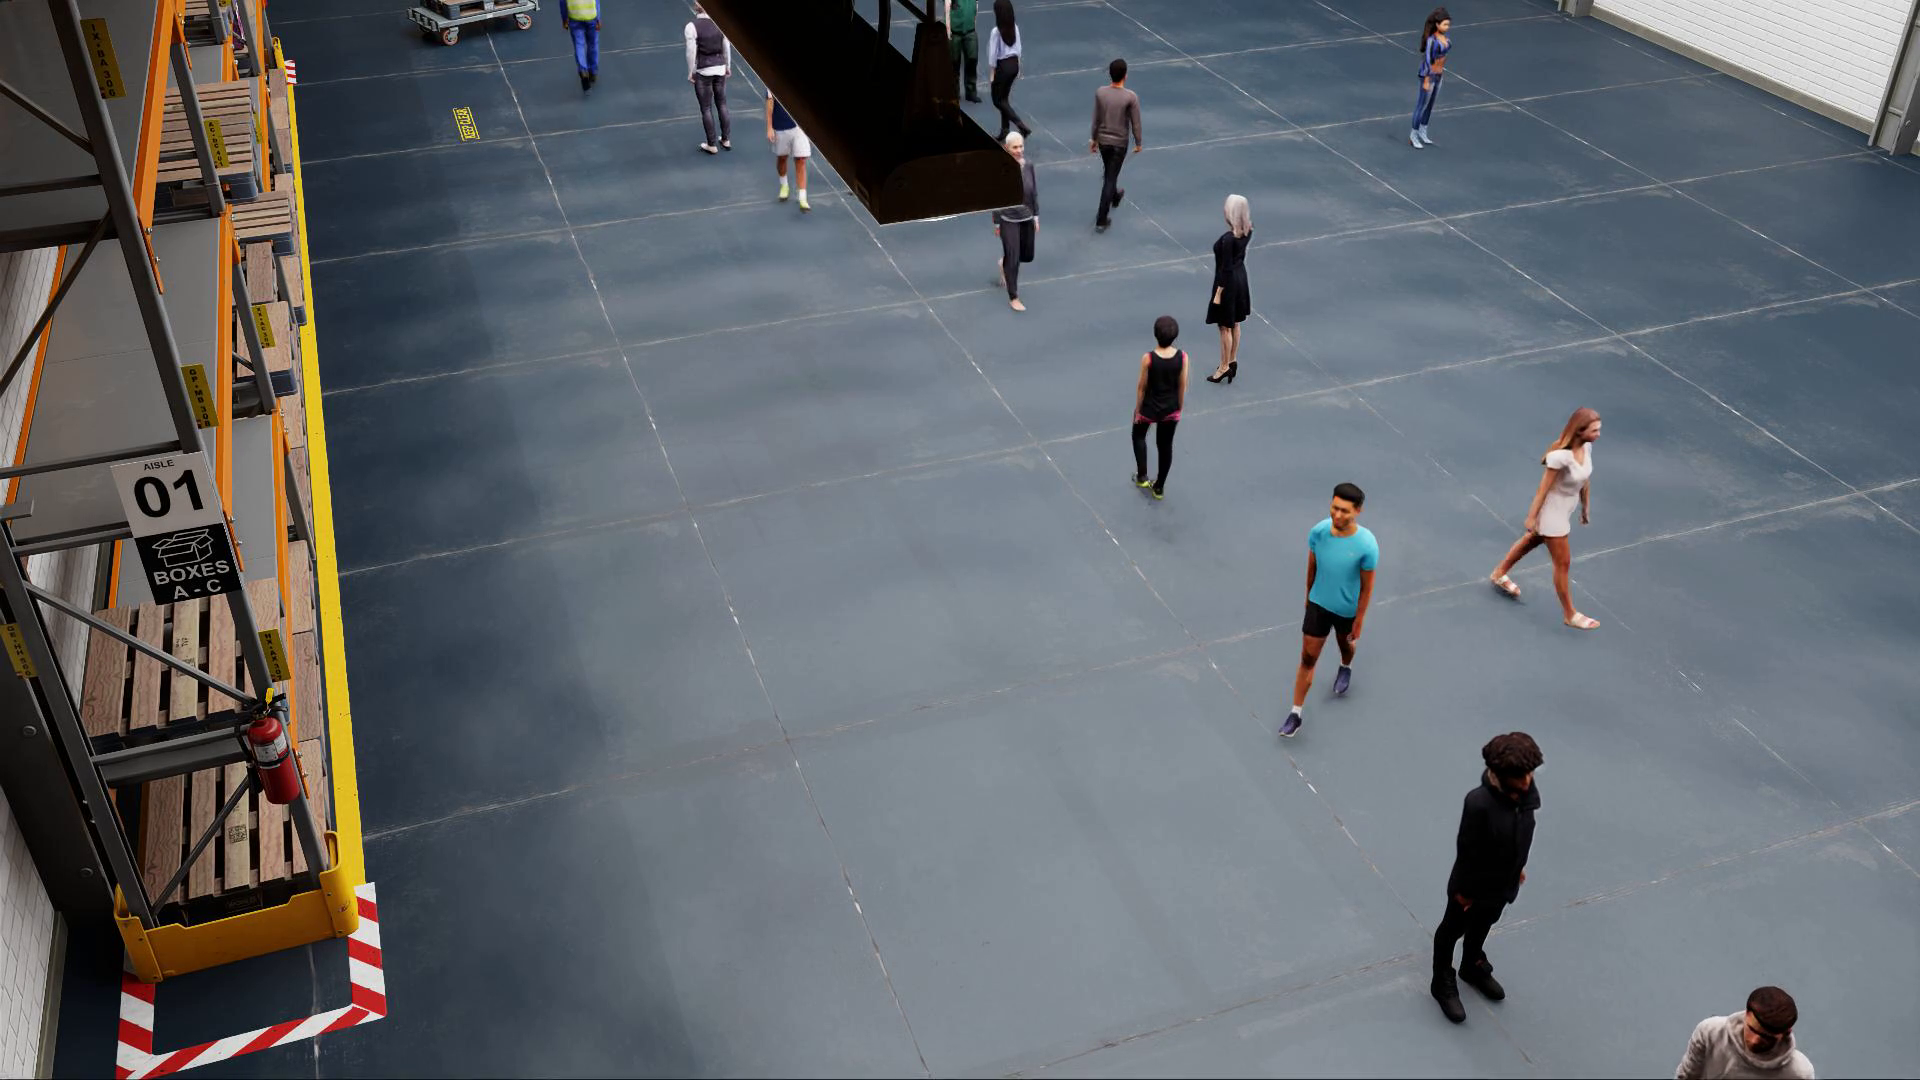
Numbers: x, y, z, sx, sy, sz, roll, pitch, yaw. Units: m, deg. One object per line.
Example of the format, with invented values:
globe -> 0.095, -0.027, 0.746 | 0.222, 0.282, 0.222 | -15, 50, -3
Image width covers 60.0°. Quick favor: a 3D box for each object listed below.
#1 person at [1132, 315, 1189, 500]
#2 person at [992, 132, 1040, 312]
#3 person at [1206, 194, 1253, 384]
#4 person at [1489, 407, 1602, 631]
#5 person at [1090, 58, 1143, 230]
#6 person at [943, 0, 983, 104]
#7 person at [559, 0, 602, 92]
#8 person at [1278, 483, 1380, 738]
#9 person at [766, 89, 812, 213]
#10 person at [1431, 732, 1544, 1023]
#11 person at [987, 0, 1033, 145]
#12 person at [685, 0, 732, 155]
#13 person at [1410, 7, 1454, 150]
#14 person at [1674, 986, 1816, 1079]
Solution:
person -> 1.571, -1.000, 12.985 | 0.624, 1.540, 0.643 | -4, 34, -7
person -> 0.511, -3.113, 16.011 | 0.729, 1.709, 0.948 | -18, 38, -25
person -> 2.361, -2.206, 14.613 | 0.744, 1.746, 0.704 | 20, 38, 27
person -> 4.119, -0.220, 11.720 | 0.868, 1.641, 1.204 | -26, 41, -33
person -> 1.576, -4.134, 17.532 | 1.126, 1.726, 1.159 | 7, 34, 11
person -> -0.022, -6.447, 20.930 | 0.681, 1.816, 0.809 | -11, 35, -16
person -> -4.840, -6.665, 21.282 | 0.781, 1.790, 1.170 | -6, 34, -9
person -> 2.467, 0.388, 10.726 | 1.162, 1.729, 1.159 | 18, 38, 25
person -> -1.873, -4.510, 18.051 | 0.773, 1.778, 1.157 | -6, 34, -9
person -> 2.743, 1.719, 8.676 | 0.646, 1.782, 0.628 | -16, 37, -22
person -> 0.581, -5.440, 19.498 | 0.893, 1.725, 1.000 | -29, 43, -36
person -> -2.908, -5.425, 19.386 | 0.771, 1.823, 0.752 | -21, 39, -29
person -> 5.559, -5.443, 19.599 | 0.690, 1.618, 0.690 | 28, 43, 35
person -> 3.419, 2.570, 7.353 | 1.041, 1.829, 1.055 | 20, 38, 27
